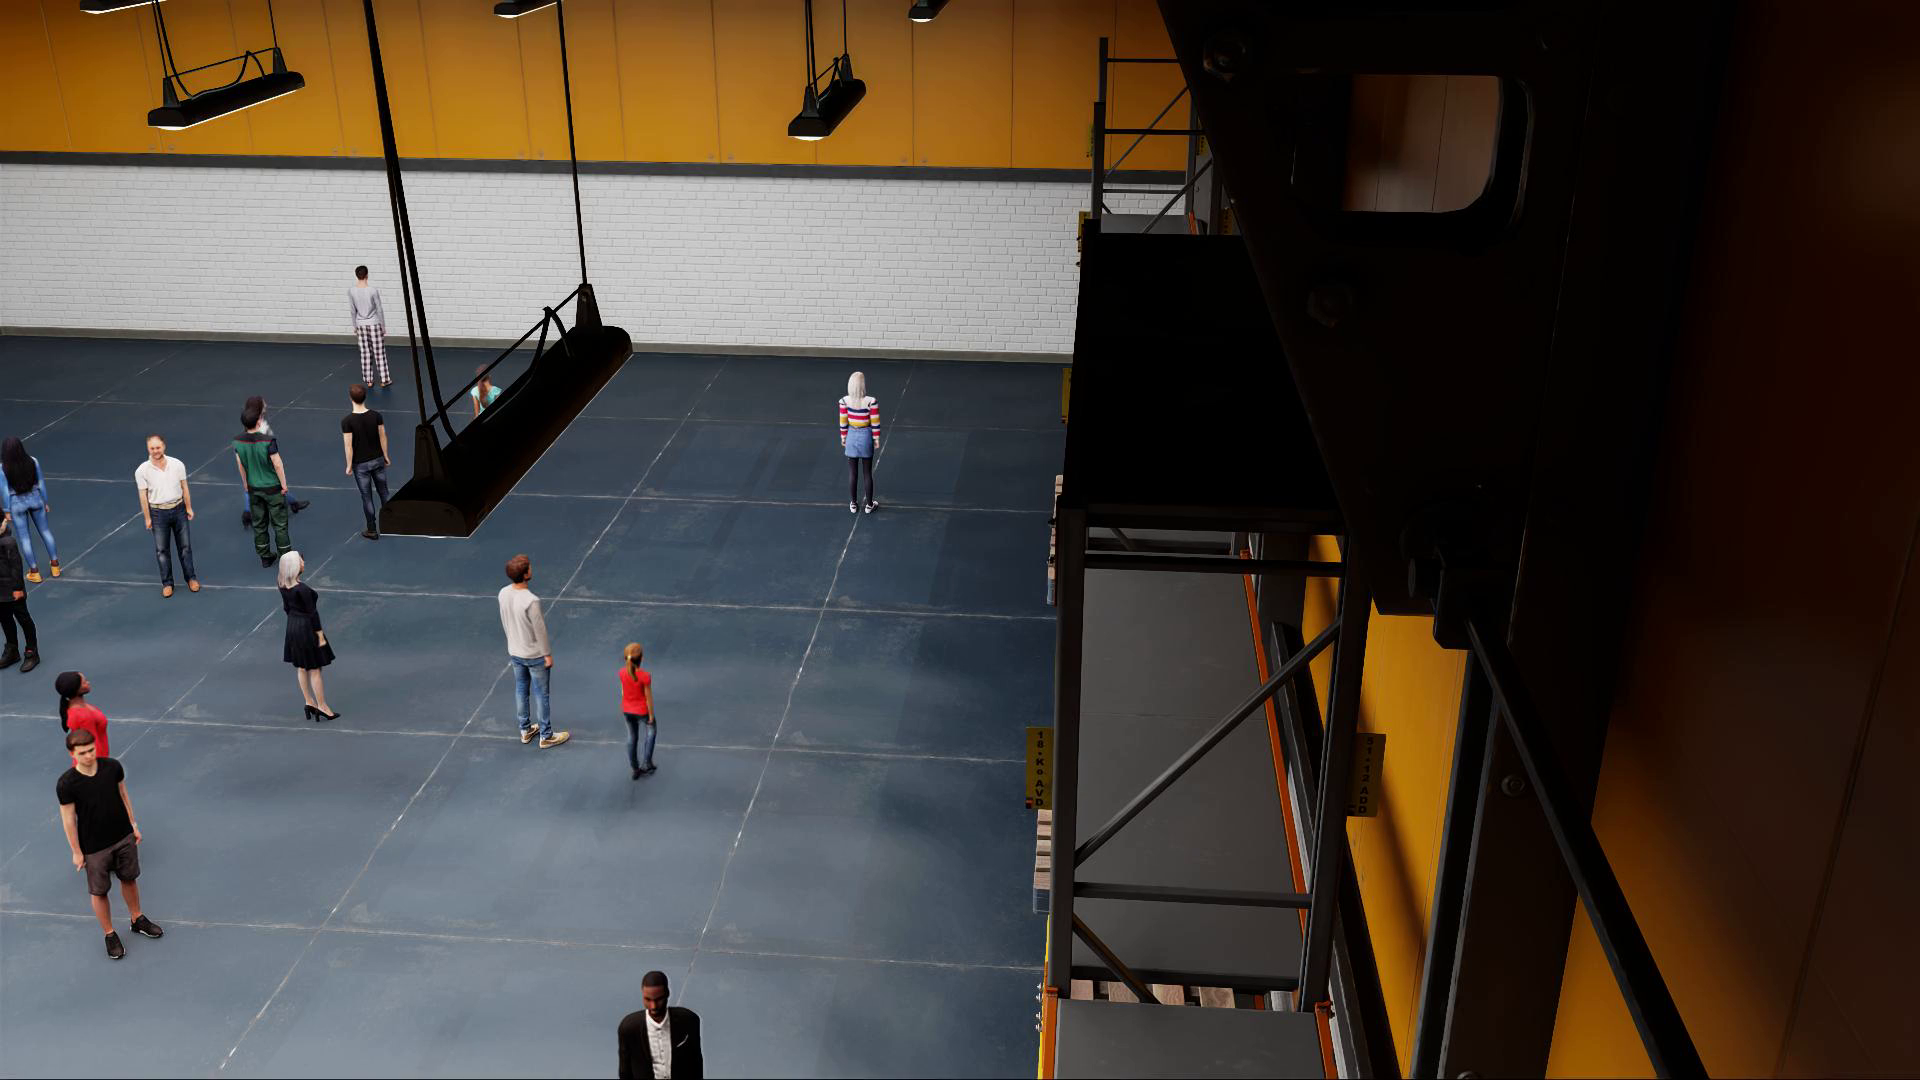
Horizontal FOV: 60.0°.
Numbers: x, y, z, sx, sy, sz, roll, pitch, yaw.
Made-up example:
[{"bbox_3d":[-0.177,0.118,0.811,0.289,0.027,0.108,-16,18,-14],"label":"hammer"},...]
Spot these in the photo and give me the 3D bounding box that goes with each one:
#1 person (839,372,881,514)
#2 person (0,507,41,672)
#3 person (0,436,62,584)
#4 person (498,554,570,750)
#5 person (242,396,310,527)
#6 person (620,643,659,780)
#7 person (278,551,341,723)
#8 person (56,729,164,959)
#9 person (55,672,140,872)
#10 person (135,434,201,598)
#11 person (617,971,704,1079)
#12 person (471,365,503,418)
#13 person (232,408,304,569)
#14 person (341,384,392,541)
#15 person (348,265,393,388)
[{"bbox_3d":[-1.240,-1.216,20.529,0.665,1.809,0.518,4,24,8],"label":"person"},{"bbox_3d":[-9.626,0.449,16.755,0.663,1.780,0.645,6,24,13],"label":"person"},{"bbox_3d":[-10.473,-0.359,18.687,0.734,1.713,0.651,21,31,40],"label":"person"},{"bbox_3d":[-3.967,1.021,15.290,0.742,1.906,0.733,13,27,28],"label":"person"},{"bbox_3d":[-8.520,-0.917,20.129,1.025,1.580,1.141,21,31,39],"label":"person"},{"bbox_3d":[-2.907,1.554,14.828,0.515,1.300,0.540,5,24,12],"label":"person"},{"bbox_3d":[-6.193,0.904,15.756,0.689,1.747,0.707,14,27,30],"label":"person"},{"bbox_3d":[-6.463,2.237,12.562,0.823,1.862,0.711,16,28,33],"label":"person"},{"bbox_3d":[-7.050,1.866,13.509,0.781,1.783,0.729,-21,31,-39],"label":"person"},{"bbox_3d":[-8.763,-0.314,18.408,0.751,1.855,0.767,-12,26,-26],"label":"person"},{"bbox_3d":[-1.792,3.369,10.050,0.723,1.800,0.680,-6,24,-13],"label":"person"},{"bbox_3d":[-6.083,-1.529,21.556,0.561,1.558,0.564,0,24,0],"label":"person"},{"bbox_3d":[-7.948,-0.604,19.012,0.659,1.901,0.559,3,24,6],"label":"person"},{"bbox_3d":[-7.030,-0.934,19.775,0.756,1.896,0.808,-17,29,-34],"label":"person"},{"bbox_3d":[-8.916,-3.226,25.080,0.653,1.847,0.570,-1,24,-2],"label":"person"}]
